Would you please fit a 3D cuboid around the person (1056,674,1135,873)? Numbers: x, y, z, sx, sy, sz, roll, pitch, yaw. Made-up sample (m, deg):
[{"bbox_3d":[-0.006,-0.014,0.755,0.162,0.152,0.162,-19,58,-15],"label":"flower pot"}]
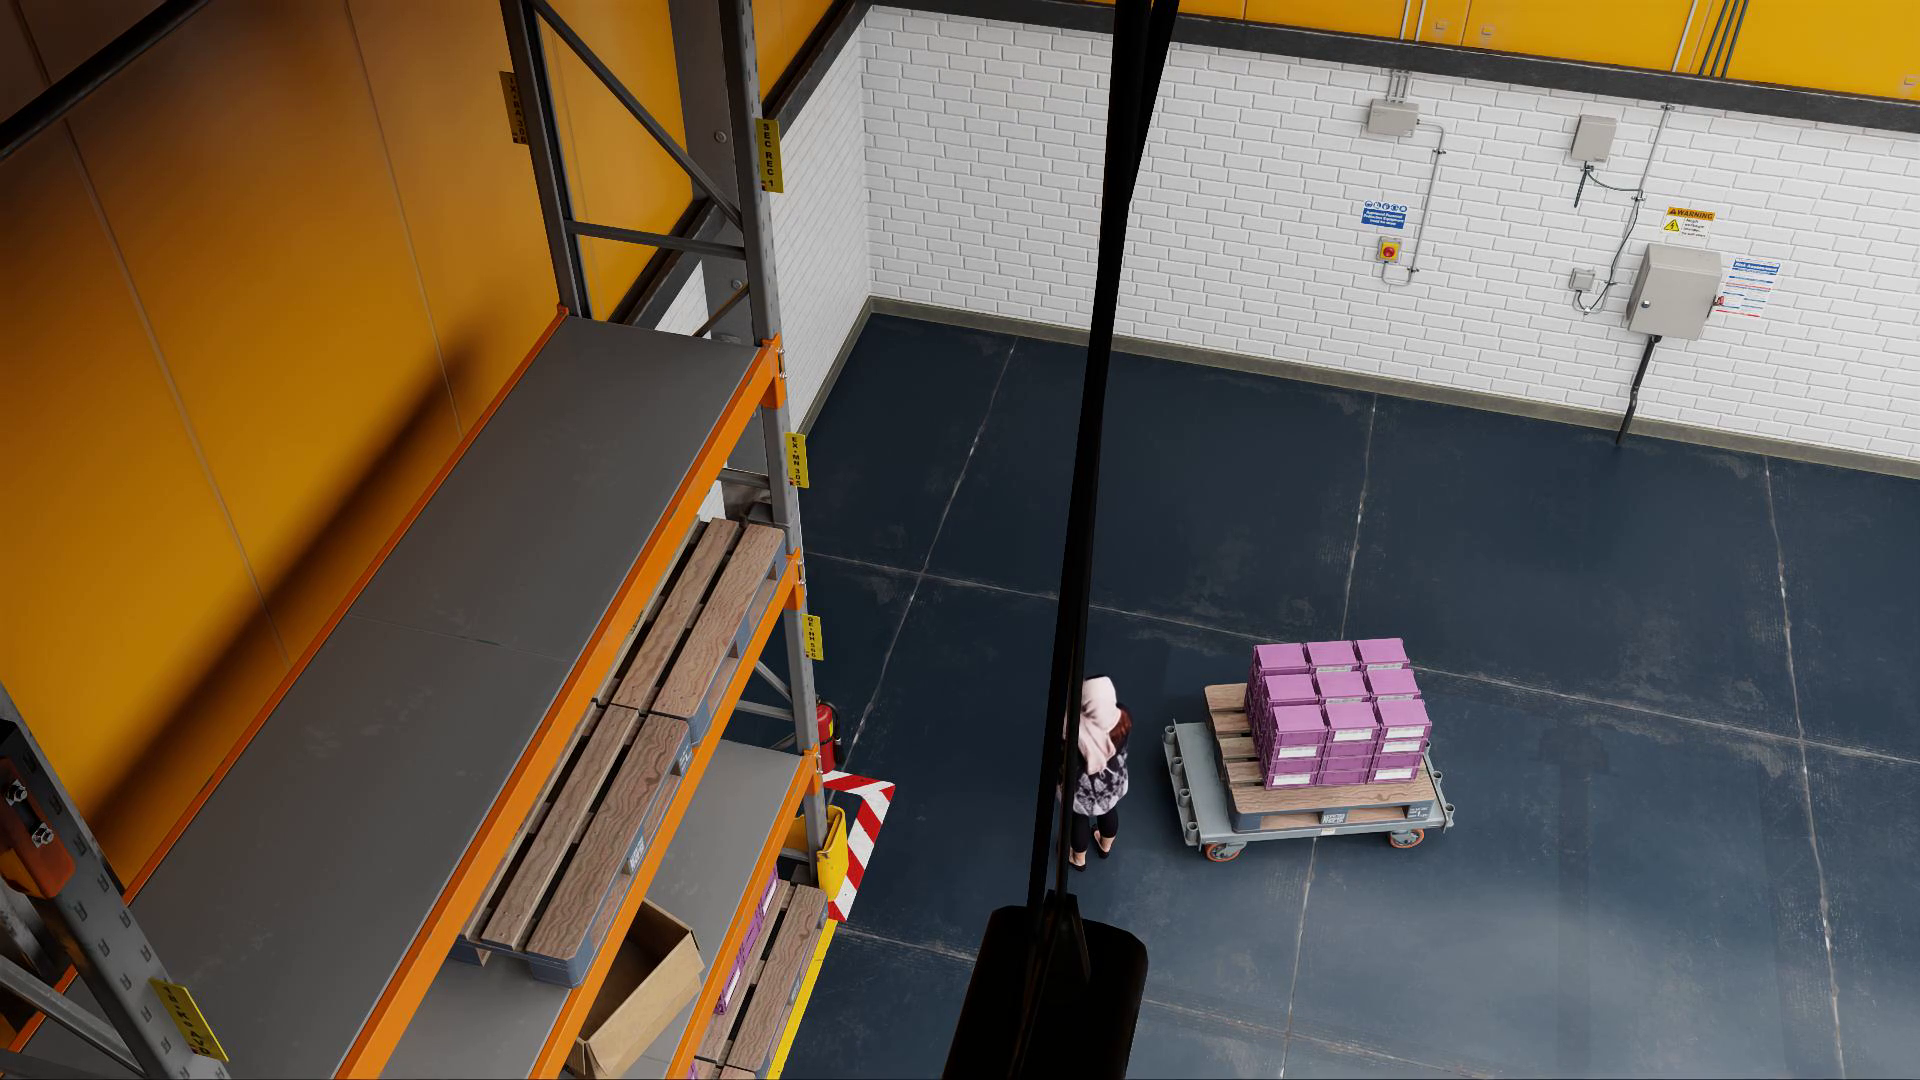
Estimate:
[{"bbox_3d":[0.774,1.353,9.671,0.752,1.638,0.806,-19,47,-19],"label":"person"}]
